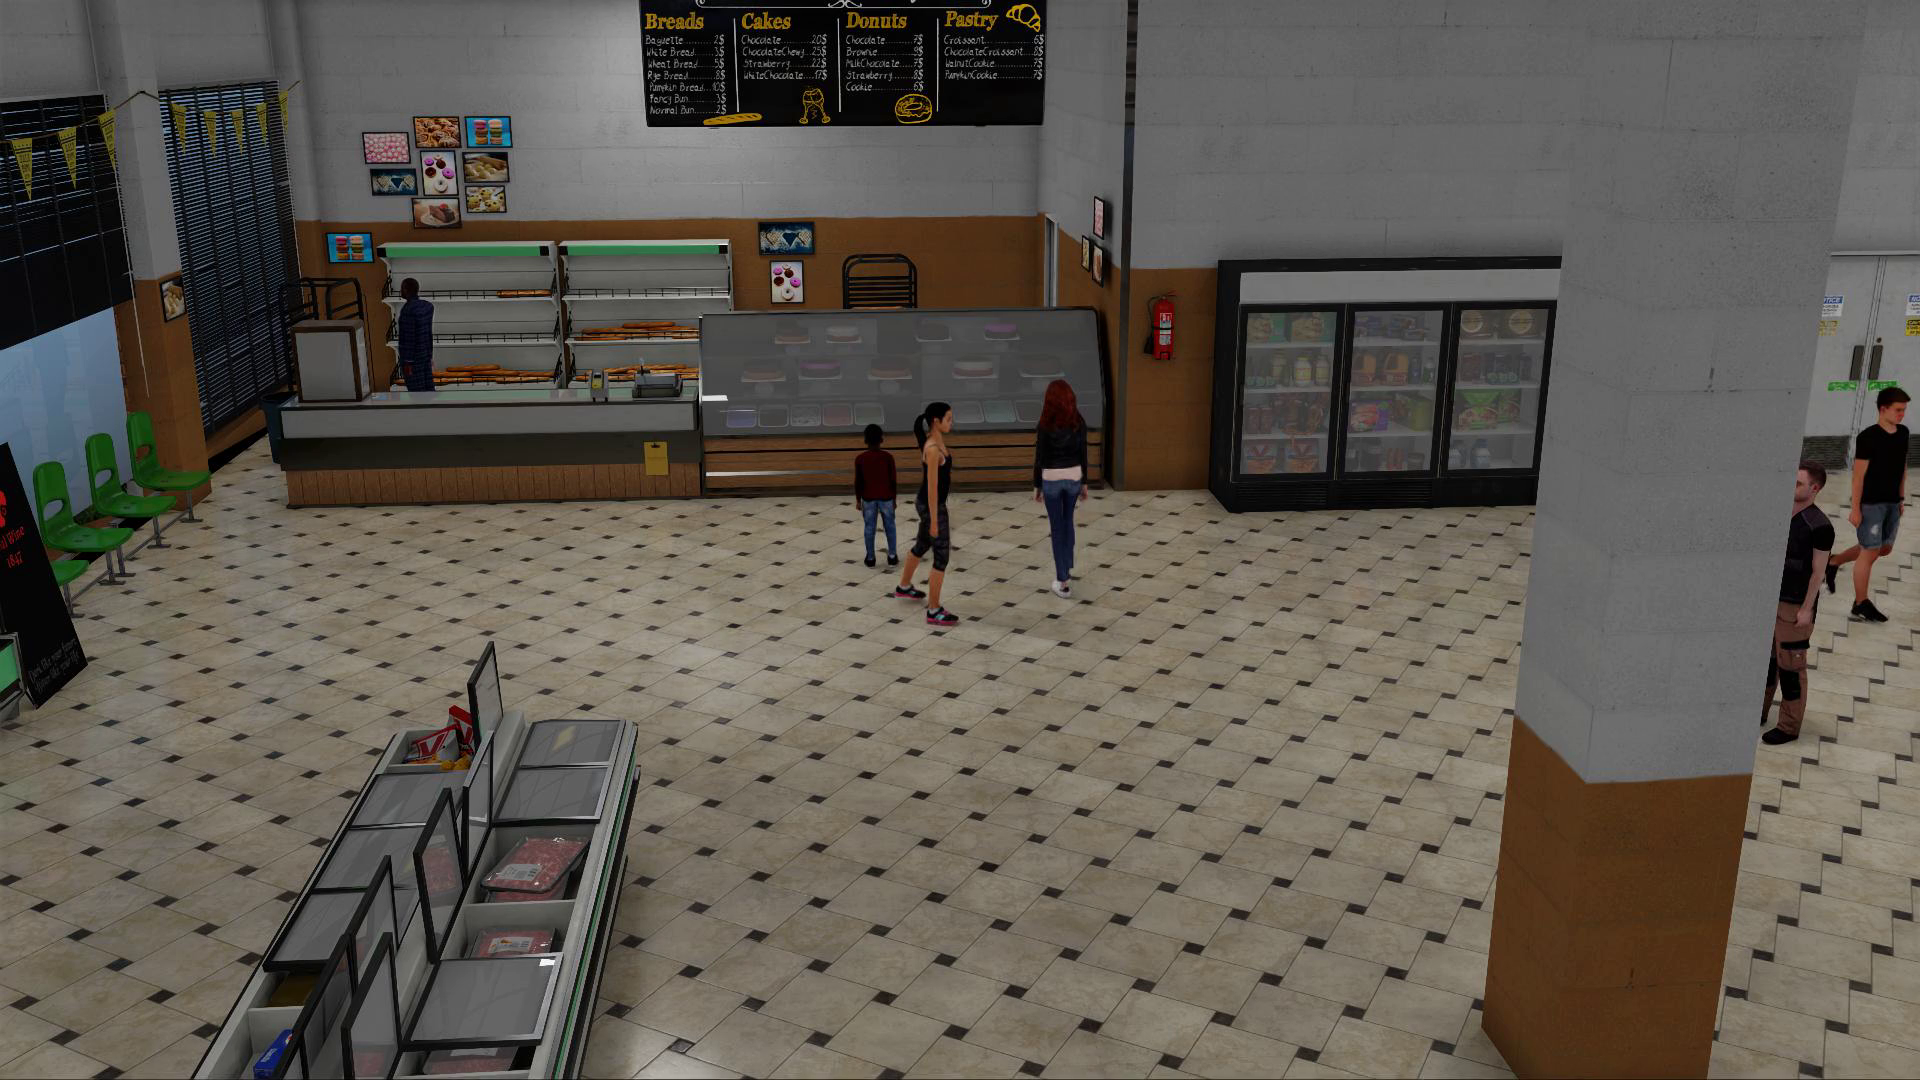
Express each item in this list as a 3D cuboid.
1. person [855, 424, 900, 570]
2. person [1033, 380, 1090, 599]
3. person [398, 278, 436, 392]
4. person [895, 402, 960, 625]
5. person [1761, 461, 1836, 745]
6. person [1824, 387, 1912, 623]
[{"bbox_3d":[-0.705,-0.369,14.161,0.527,1.253,0.493,0,17,-1],"label":"person"},{"bbox_3d":[0.835,-0.385,13.307,0.642,1.780,0.664,-5,17,-15],"label":"person"},{"bbox_3d":[-6.096,-2.036,18.667,0.822,1.824,0.677,4,17,14],"label":"person"},{"bbox_3d":[-0.220,-0.213,12.880,0.874,1.697,0.639,-1,17,-3],"label":"person"},{"bbox_3d":[5.330,0.377,10.688,0.773,1.842,0.574,-4,17,-13],"label":"person"},{"bbox_3d":[7.067,-0.310,12.967,0.882,1.834,1.069,-9,19,-27],"label":"person"}]
